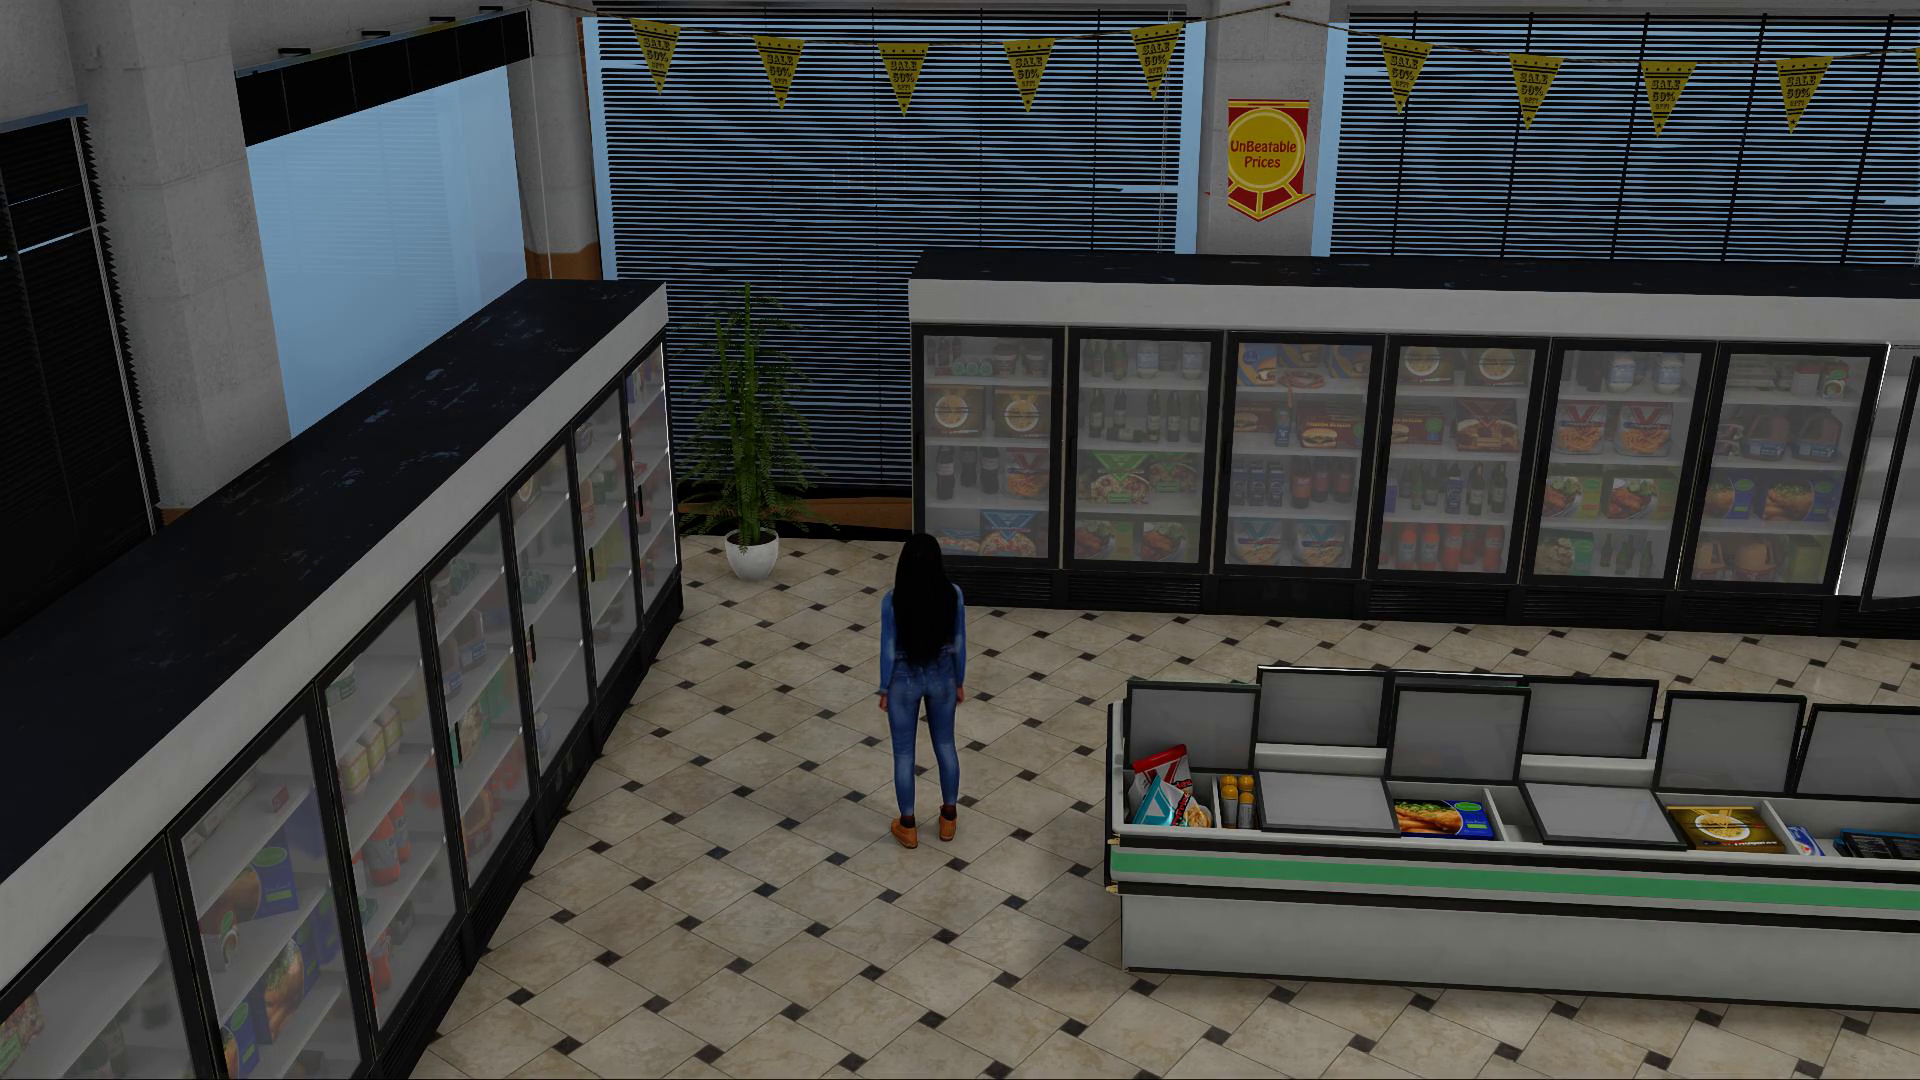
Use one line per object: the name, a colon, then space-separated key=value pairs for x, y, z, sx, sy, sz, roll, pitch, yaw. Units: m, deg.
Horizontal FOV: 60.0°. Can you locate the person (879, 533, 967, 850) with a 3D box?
person: x=-0.190 y=0.764 z=8.486 sx=0.580 sy=1.713 sz=0.734 roll=-6 pitch=23 yaw=-15
